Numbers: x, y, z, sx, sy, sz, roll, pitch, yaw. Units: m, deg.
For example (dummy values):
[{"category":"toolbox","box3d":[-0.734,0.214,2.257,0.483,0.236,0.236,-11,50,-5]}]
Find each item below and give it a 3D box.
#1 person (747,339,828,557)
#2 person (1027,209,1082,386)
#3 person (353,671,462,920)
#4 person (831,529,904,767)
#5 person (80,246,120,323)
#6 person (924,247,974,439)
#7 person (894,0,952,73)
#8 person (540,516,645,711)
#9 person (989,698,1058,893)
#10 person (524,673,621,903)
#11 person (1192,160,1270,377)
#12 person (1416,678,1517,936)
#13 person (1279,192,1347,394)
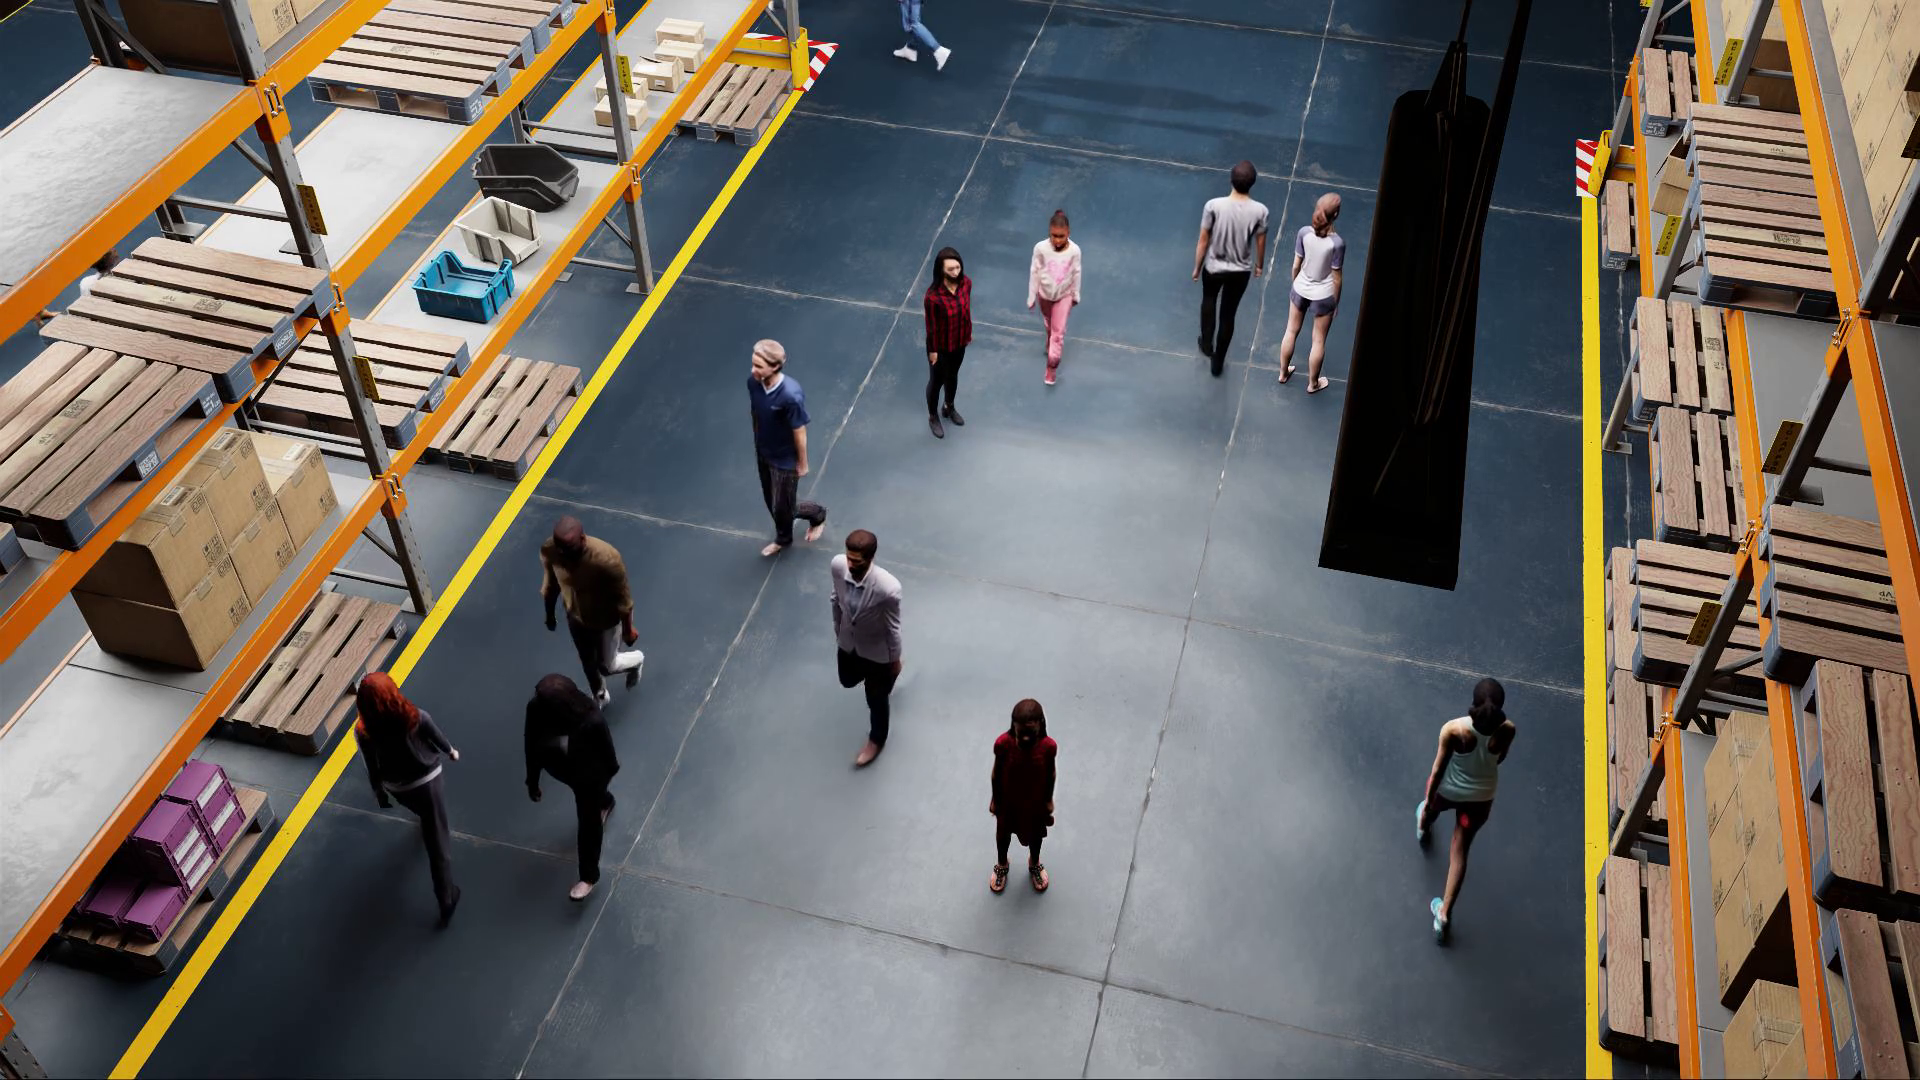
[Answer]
[{"category":"person","box3d":[-1.185,-0.646,11.585,0.829,1.855,0.887,33,52,29]},{"category":"person","box3d":[0.760,-2.030,13.361,0.621,1.409,1.011,7,44,7]},{"category":"person","box3d":[-3.090,1.474,9.458,0.928,1.719,1.242,-6,44,-6]},{"category":"person","box3d":[-0.519,0.577,10.314,0.862,1.836,1.034,24,49,23]},{"category":"person","box3d":[-6.232,-1.422,12.433,0.634,1.809,0.877,11,45,11]},{"category":"person","box3d":[-0.108,-1.525,12.651,0.630,1.656,0.727,-31,52,-29]},{"category":"person","box3d":[-0.393,-5.610,16.840,0.920,1.795,1.035,23,48,22]},{"category":"person","box3d":[-2.259,0.428,10.496,0.822,1.802,0.808,22,48,21]},{"category":"person","box3d":[0.365,1.453,9.600,0.618,1.554,0.680,-2,44,-2]},{"category":"person","box3d":[-2.228,1.262,9.792,0.617,1.566,1.048,10,44,10]},{"category":"person","box3d":[2.098,-2.082,13.094,0.736,1.852,0.770,7,44,7]},{"category":"person","box3d":[2.854,1.500,9.429,0.648,1.722,1.192,6,44,7]},{"category":"person","box3d":[2.765,-1.933,13.000,0.655,1.767,0.670,26,50,25]}]
